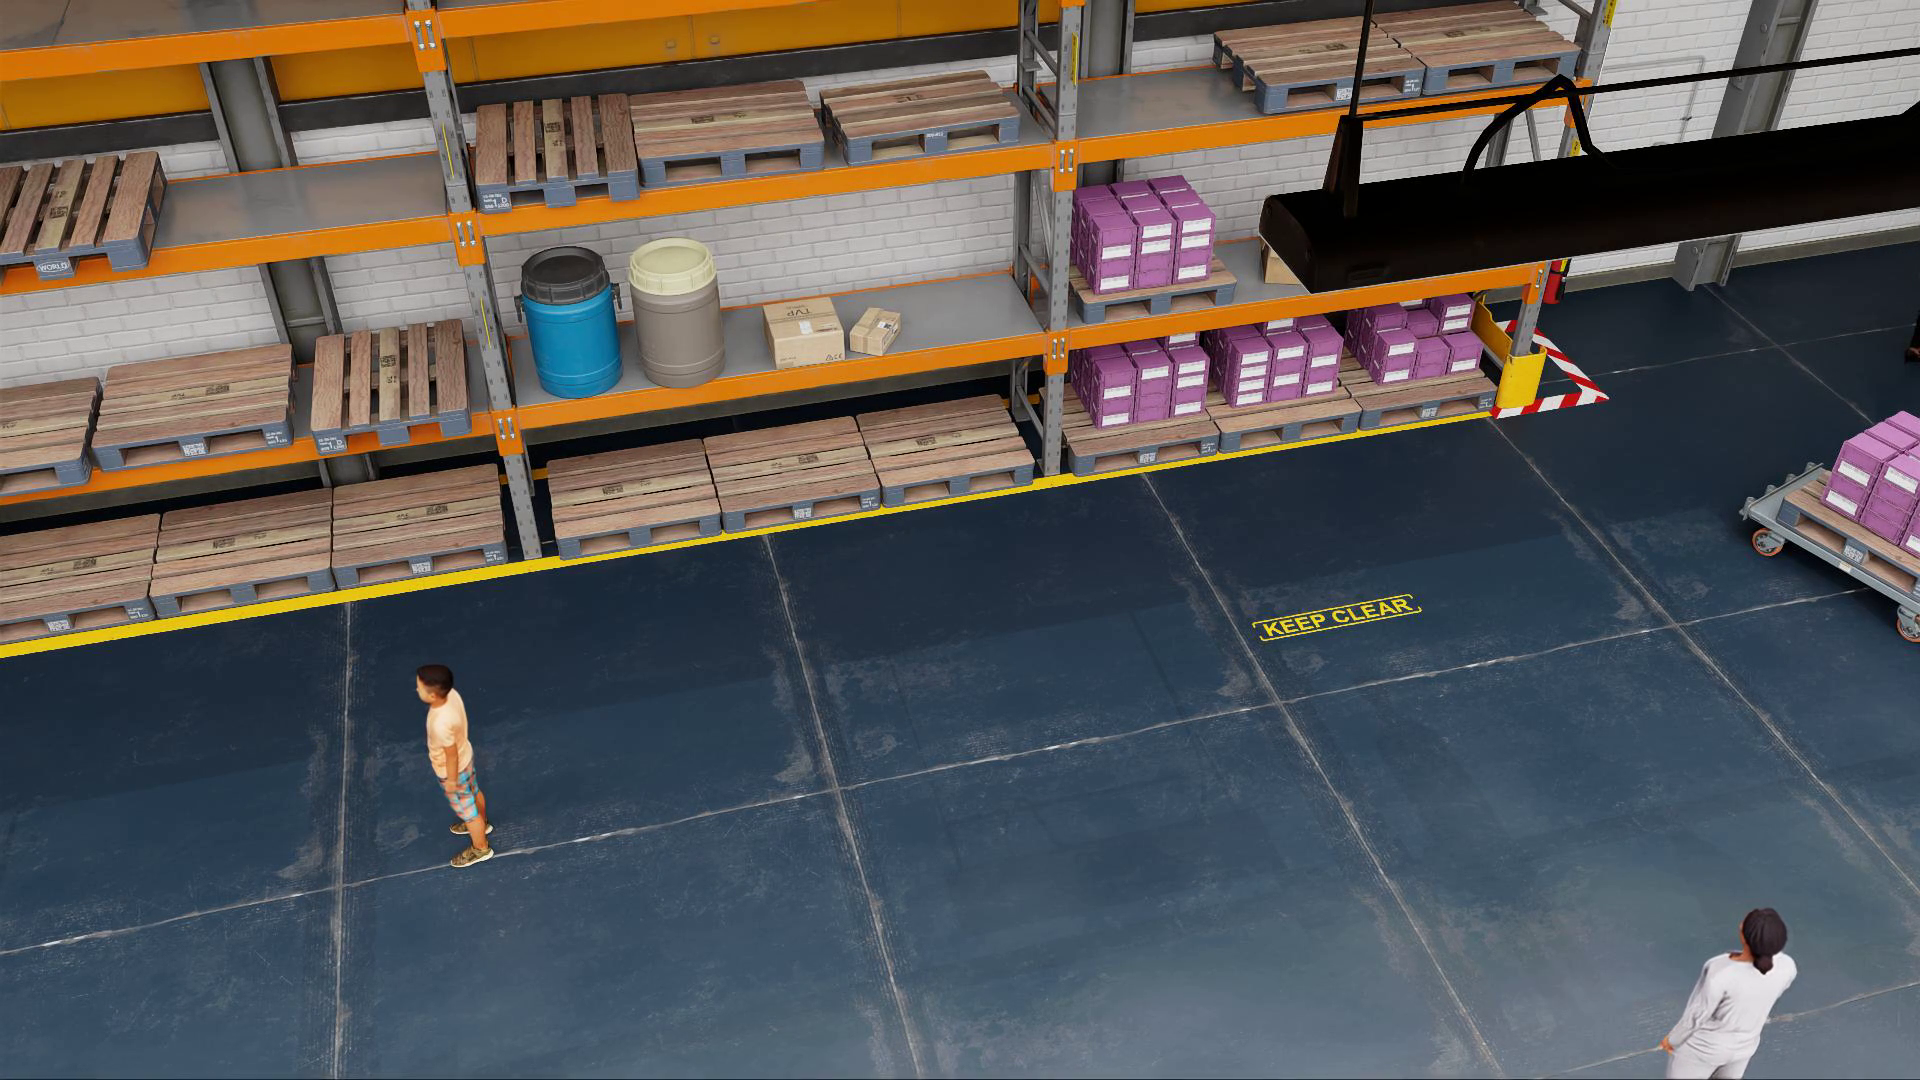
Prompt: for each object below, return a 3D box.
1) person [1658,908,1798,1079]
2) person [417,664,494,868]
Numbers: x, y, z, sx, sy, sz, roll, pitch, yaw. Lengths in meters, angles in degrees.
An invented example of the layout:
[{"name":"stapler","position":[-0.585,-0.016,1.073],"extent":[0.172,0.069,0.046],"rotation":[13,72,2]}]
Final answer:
[{"name":"person","position":[3.658,2.394,8.018],"extent":[0.467,1.736,0.702],"rotation":[-8,39,-10]},{"name":"person","position":[-2.925,1.276,9.638],"extent":[0.495,1.461,0.523],"rotation":[-8,39,-9]}]
